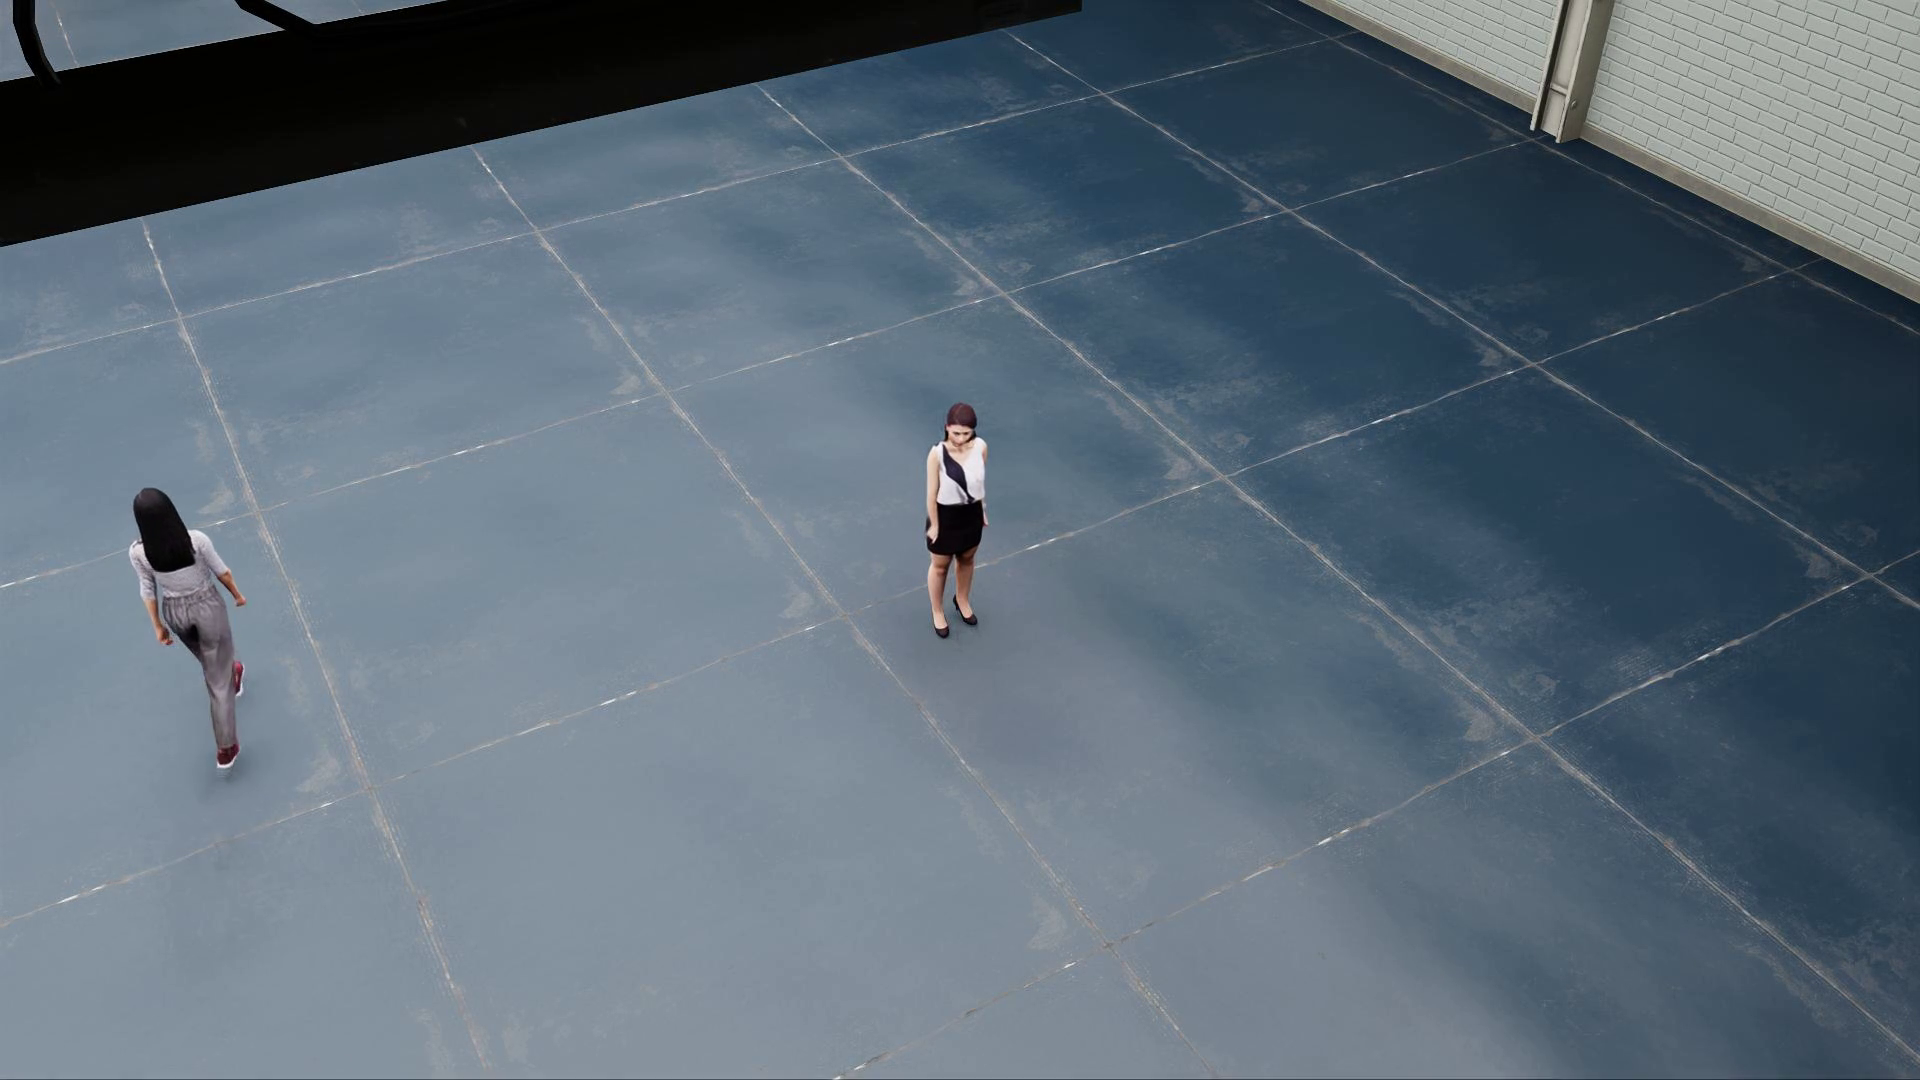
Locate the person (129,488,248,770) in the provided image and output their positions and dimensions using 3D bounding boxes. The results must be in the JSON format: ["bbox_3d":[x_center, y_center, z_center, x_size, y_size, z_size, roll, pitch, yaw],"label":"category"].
[{"bbox_3d":[-4.208,0.496,9.180,0.862,1.687,1.230,-8,39,-10],"label":"person"}]

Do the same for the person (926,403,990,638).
[{"bbox_3d":[-0.020,-0.129,10.009,0.544,1.650,0.505,-18,42,-22],"label":"person"}]
